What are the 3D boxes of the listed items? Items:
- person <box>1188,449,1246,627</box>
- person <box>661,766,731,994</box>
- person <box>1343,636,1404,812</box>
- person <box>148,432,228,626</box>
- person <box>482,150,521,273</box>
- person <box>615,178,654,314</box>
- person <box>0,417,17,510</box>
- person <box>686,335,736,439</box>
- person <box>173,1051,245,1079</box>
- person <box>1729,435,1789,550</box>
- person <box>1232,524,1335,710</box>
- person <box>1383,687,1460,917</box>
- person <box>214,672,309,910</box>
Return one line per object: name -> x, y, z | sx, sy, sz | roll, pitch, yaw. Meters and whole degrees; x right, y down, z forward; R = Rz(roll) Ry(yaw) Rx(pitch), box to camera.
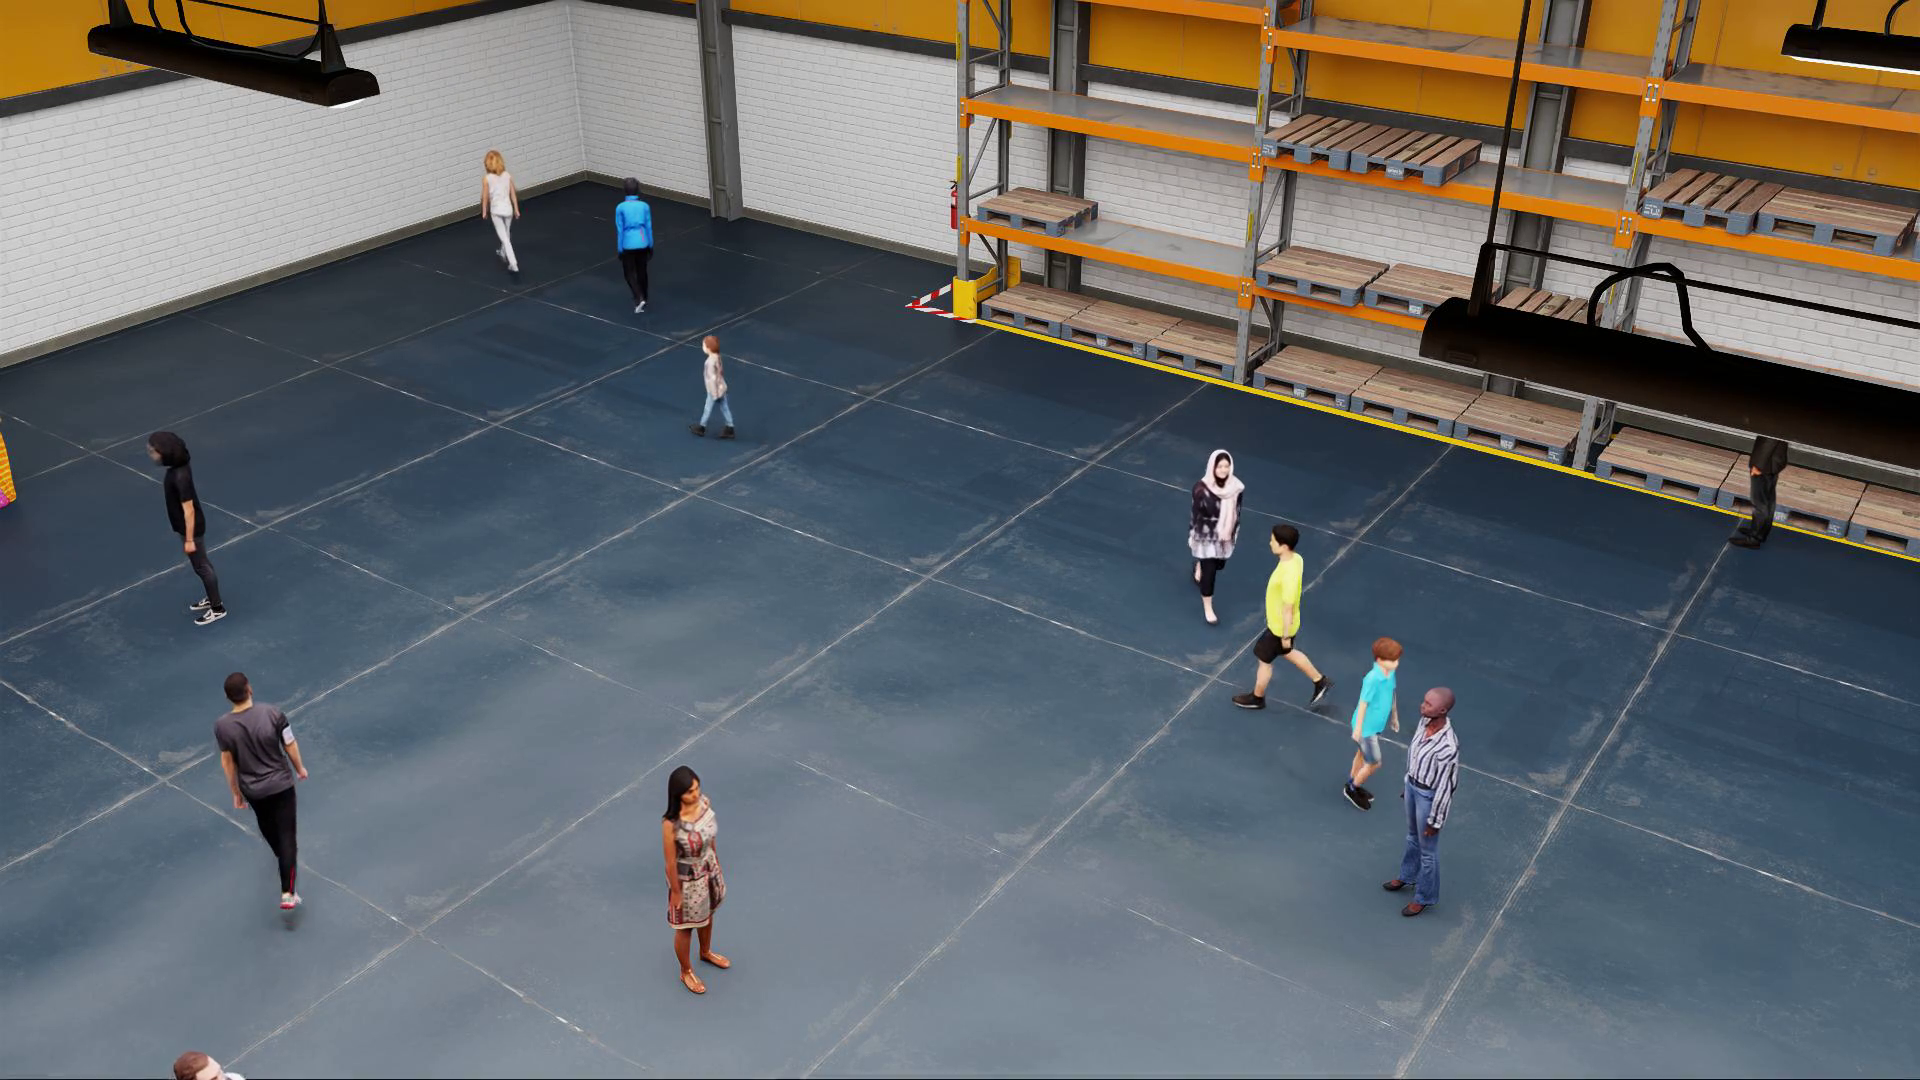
person -> 2.223, -0.094, 14.777 | 0.993, 1.616, 1.094 | -7, 29, -13
person -> -1.712, 2.136, 10.659 | 0.530, 1.645, 0.658 | 16, 33, 27
person -> 2.999, 1.314, 12.379 | 0.536, 1.441, 0.511 | 21, 35, 33
person -> -6.780, -0.143, 14.643 | 0.769, 1.830, 0.633 | -14, 31, -23
person -> -6.261, -4.466, 22.778 | 0.857, 1.630, 1.141 | -19, 34, -30
person -> -4.135, -3.720, 21.254 | 0.865, 1.780, 0.981 | -12, 31, -21
person -> -9.877, -1.125, 16.594 | 0.805, 1.686, 0.767 | 3, 29, 5
person -> -2.600, -1.643, 18.083 | 0.832, 1.171, 0.667 | 6, 29, 11
person -> -3.723, 3.247, 8.343 | 1.298, 1.913, 0.996 | 5, 29, 10
person -> 7.714, -0.772, 15.824 | 0.576, 1.805, 0.705 | 24, 36, 36
person -> 2.679, 0.647, 13.346 | 1.132, 1.686, 0.902 | 7, 29, 12
person -> 3.147, 1.748, 11.215 | 0.766, 1.794, 0.706 | -5, 29, -9
person -> -4.721, 1.723, 11.332 | 1.129, 1.726, 1.208 | -6, 29, -10
